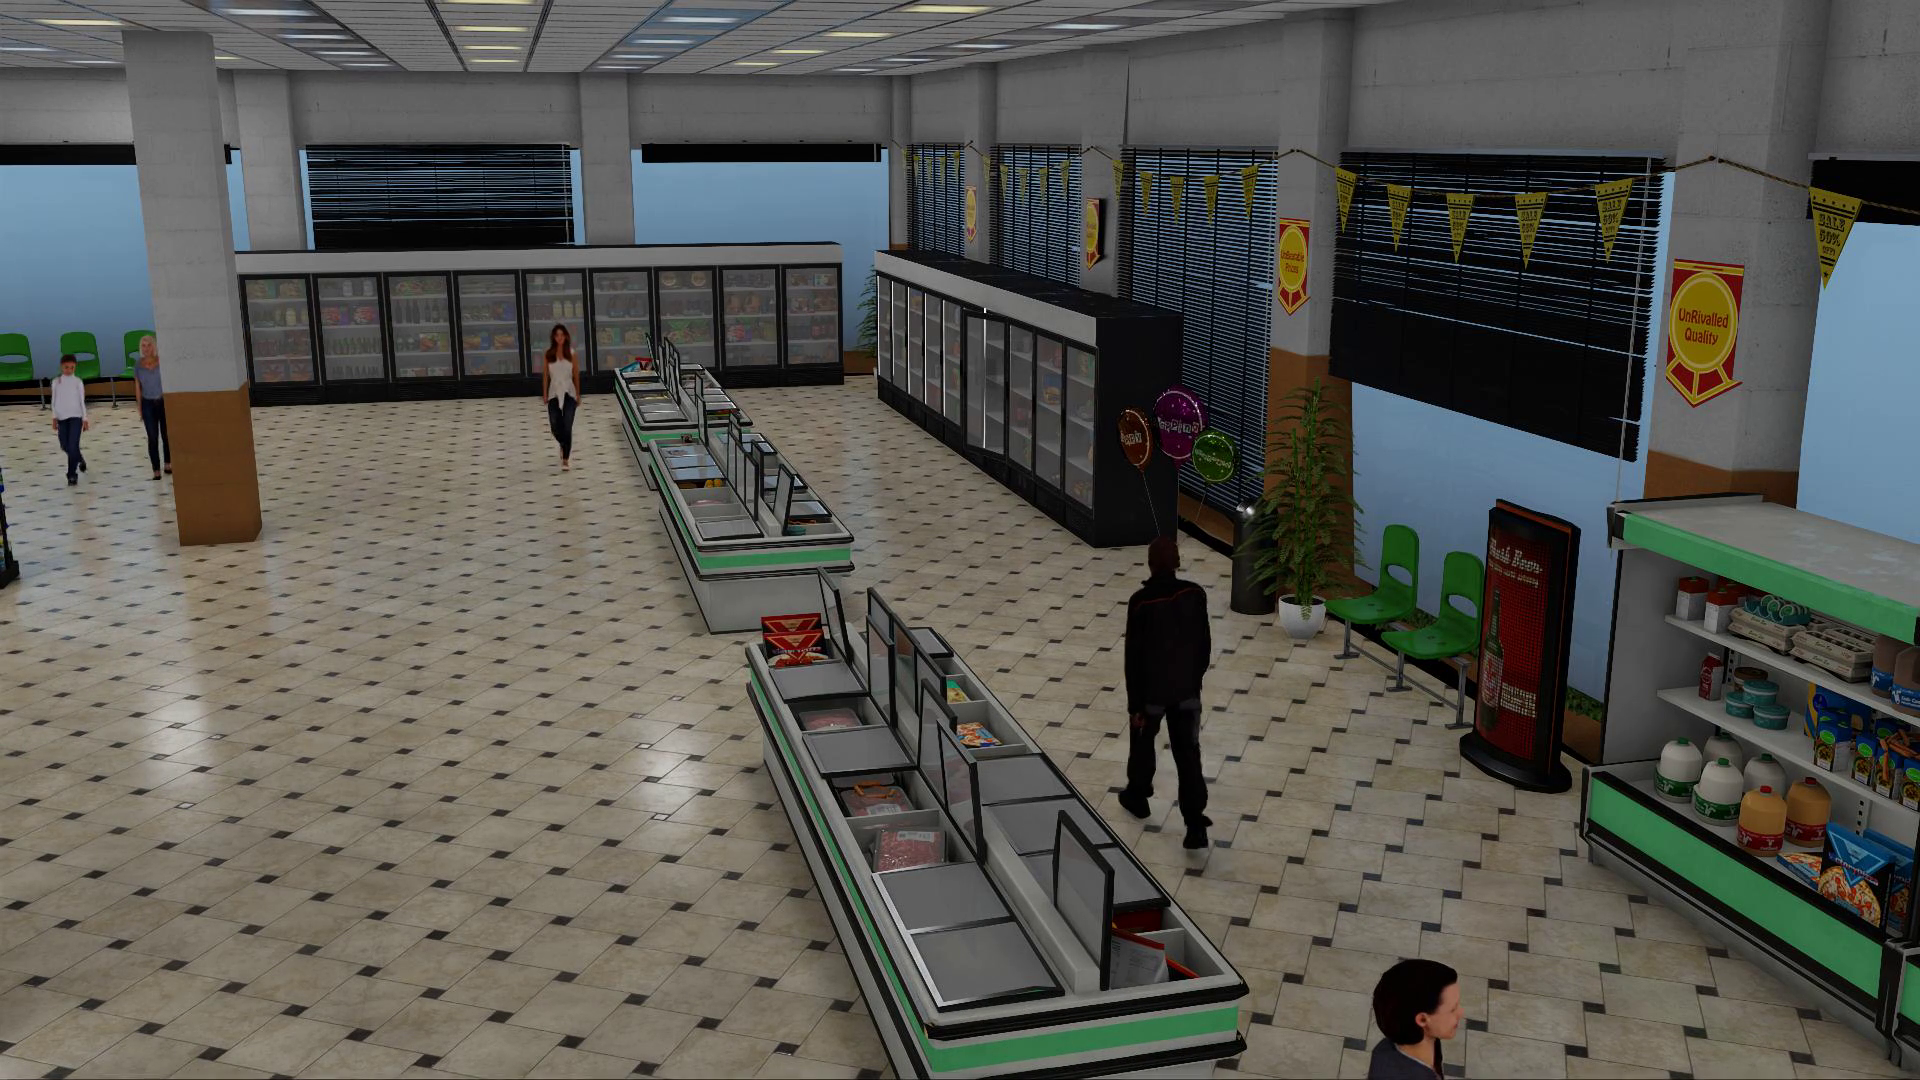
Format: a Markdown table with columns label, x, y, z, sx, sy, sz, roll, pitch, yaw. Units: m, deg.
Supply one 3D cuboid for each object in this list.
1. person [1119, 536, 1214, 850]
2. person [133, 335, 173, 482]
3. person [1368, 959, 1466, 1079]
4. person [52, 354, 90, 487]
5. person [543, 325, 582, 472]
| label | x | y | z | sx | sy | sz | roll | pitch | yaw |
| --- | --- | --- | --- | --- | --- | --- | --- | --- | --- |
| person | 1.227 | 0.892 | 9.499 | 0.779 | 1.798 | 1.248 | -2 | 14 | -9 |
| person | -9.625 | -1.594 | 19.969 | 0.689 | 1.693 | 1.029 | -6 | 15 | -25 |
| person | 1.285 | 2.035 | 4.847 | 0.715 | 1.768 | 0.519 | -1 | 14 | -3 |
| person | -10.472 | -1.425 | 19.624 | 0.567 | 1.529 | 0.937 | -2 | 14 | -10 |
| person | -4.895 | -1.753 | 20.470 | 0.643 | 1.765 | 0.904 | -3 | 14 | -11 |
